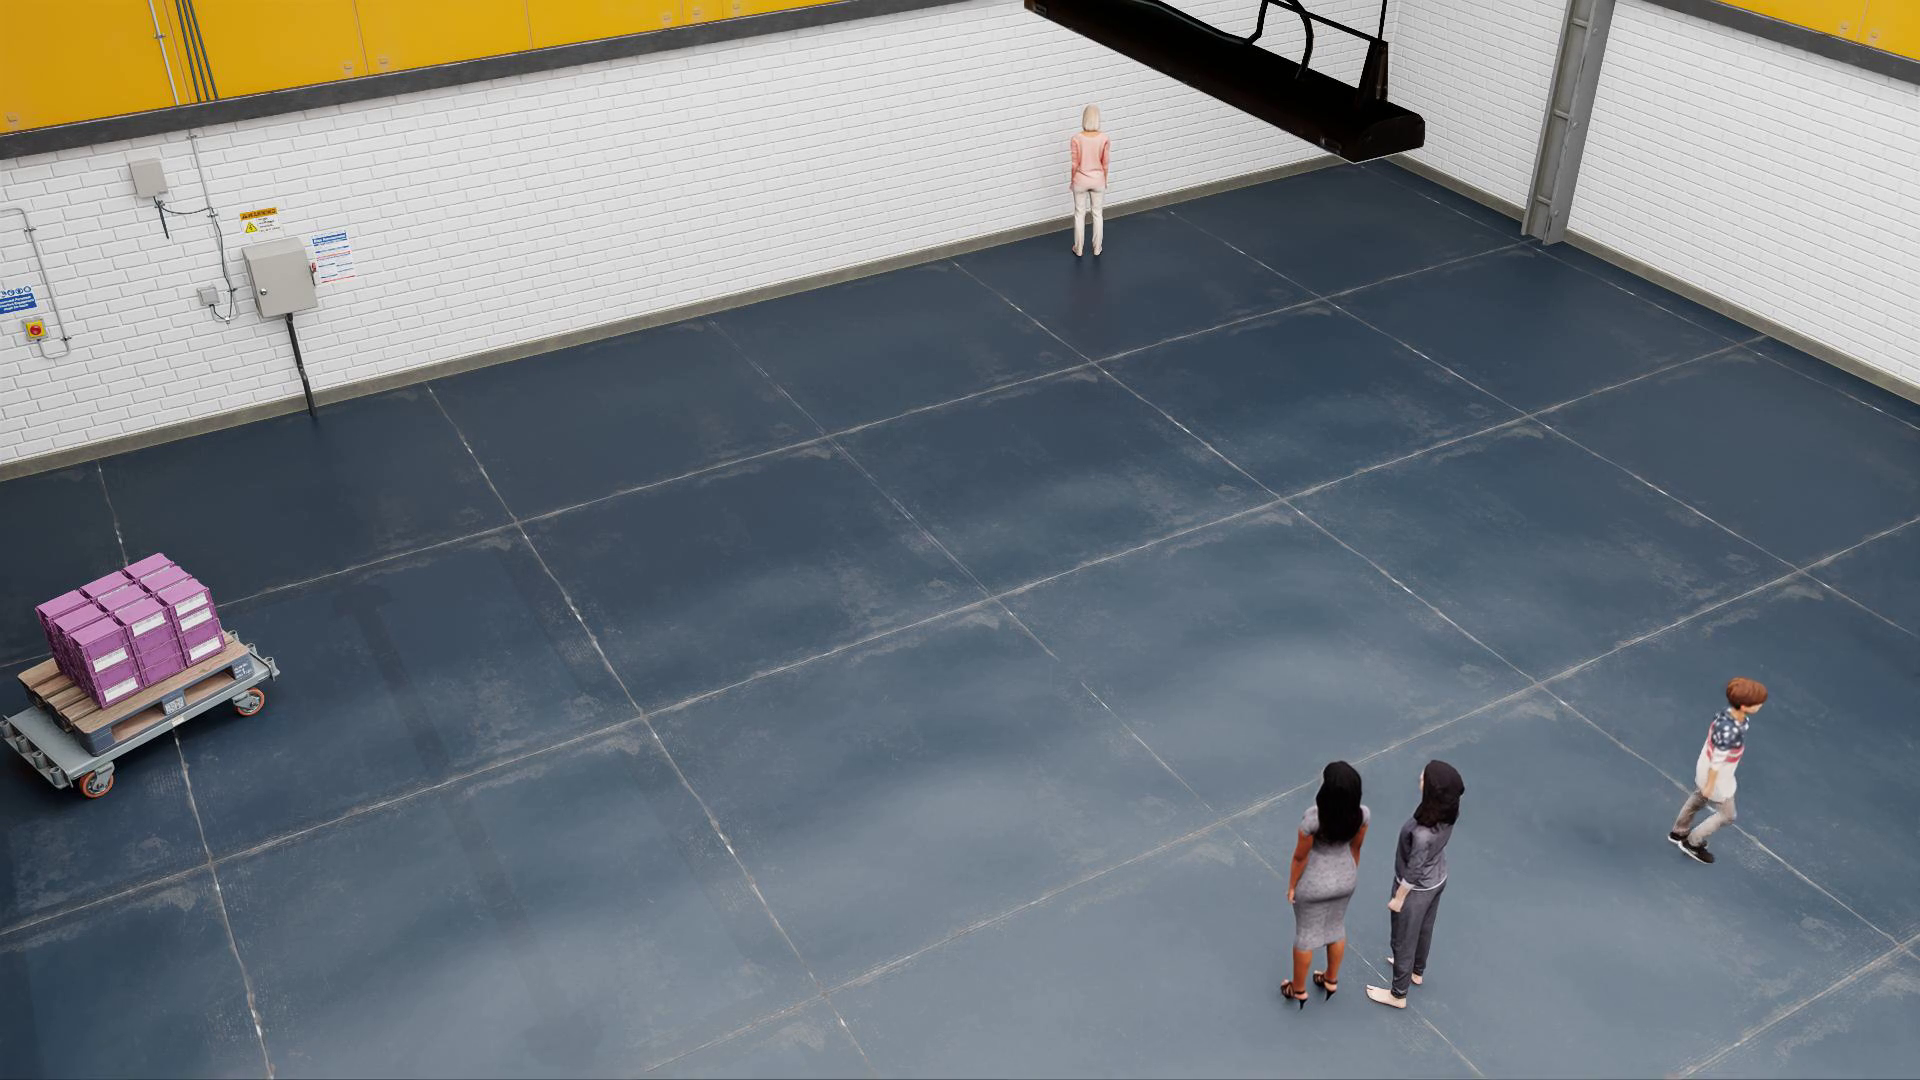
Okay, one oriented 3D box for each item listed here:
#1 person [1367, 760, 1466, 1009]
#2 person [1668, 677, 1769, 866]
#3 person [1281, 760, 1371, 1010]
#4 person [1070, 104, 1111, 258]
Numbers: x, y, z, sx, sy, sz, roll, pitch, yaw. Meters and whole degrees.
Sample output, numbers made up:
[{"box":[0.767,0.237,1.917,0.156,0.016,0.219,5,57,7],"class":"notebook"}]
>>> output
[{"box":[2.641,1.971,9.539,0.620,1.764,0.656,26,41,33],"class":"person"},{"box":[4.773,1.445,10.633,0.687,1.428,0.631,10,35,14],"class":"person"},{"box":[2.097,1.982,9.509,0.632,1.779,0.625,-7,34,-10],"class":"person"},{"box":[1.438,-4.020,18.587,0.678,1.724,0.677,-1,34,-2],"class":"person"}]
